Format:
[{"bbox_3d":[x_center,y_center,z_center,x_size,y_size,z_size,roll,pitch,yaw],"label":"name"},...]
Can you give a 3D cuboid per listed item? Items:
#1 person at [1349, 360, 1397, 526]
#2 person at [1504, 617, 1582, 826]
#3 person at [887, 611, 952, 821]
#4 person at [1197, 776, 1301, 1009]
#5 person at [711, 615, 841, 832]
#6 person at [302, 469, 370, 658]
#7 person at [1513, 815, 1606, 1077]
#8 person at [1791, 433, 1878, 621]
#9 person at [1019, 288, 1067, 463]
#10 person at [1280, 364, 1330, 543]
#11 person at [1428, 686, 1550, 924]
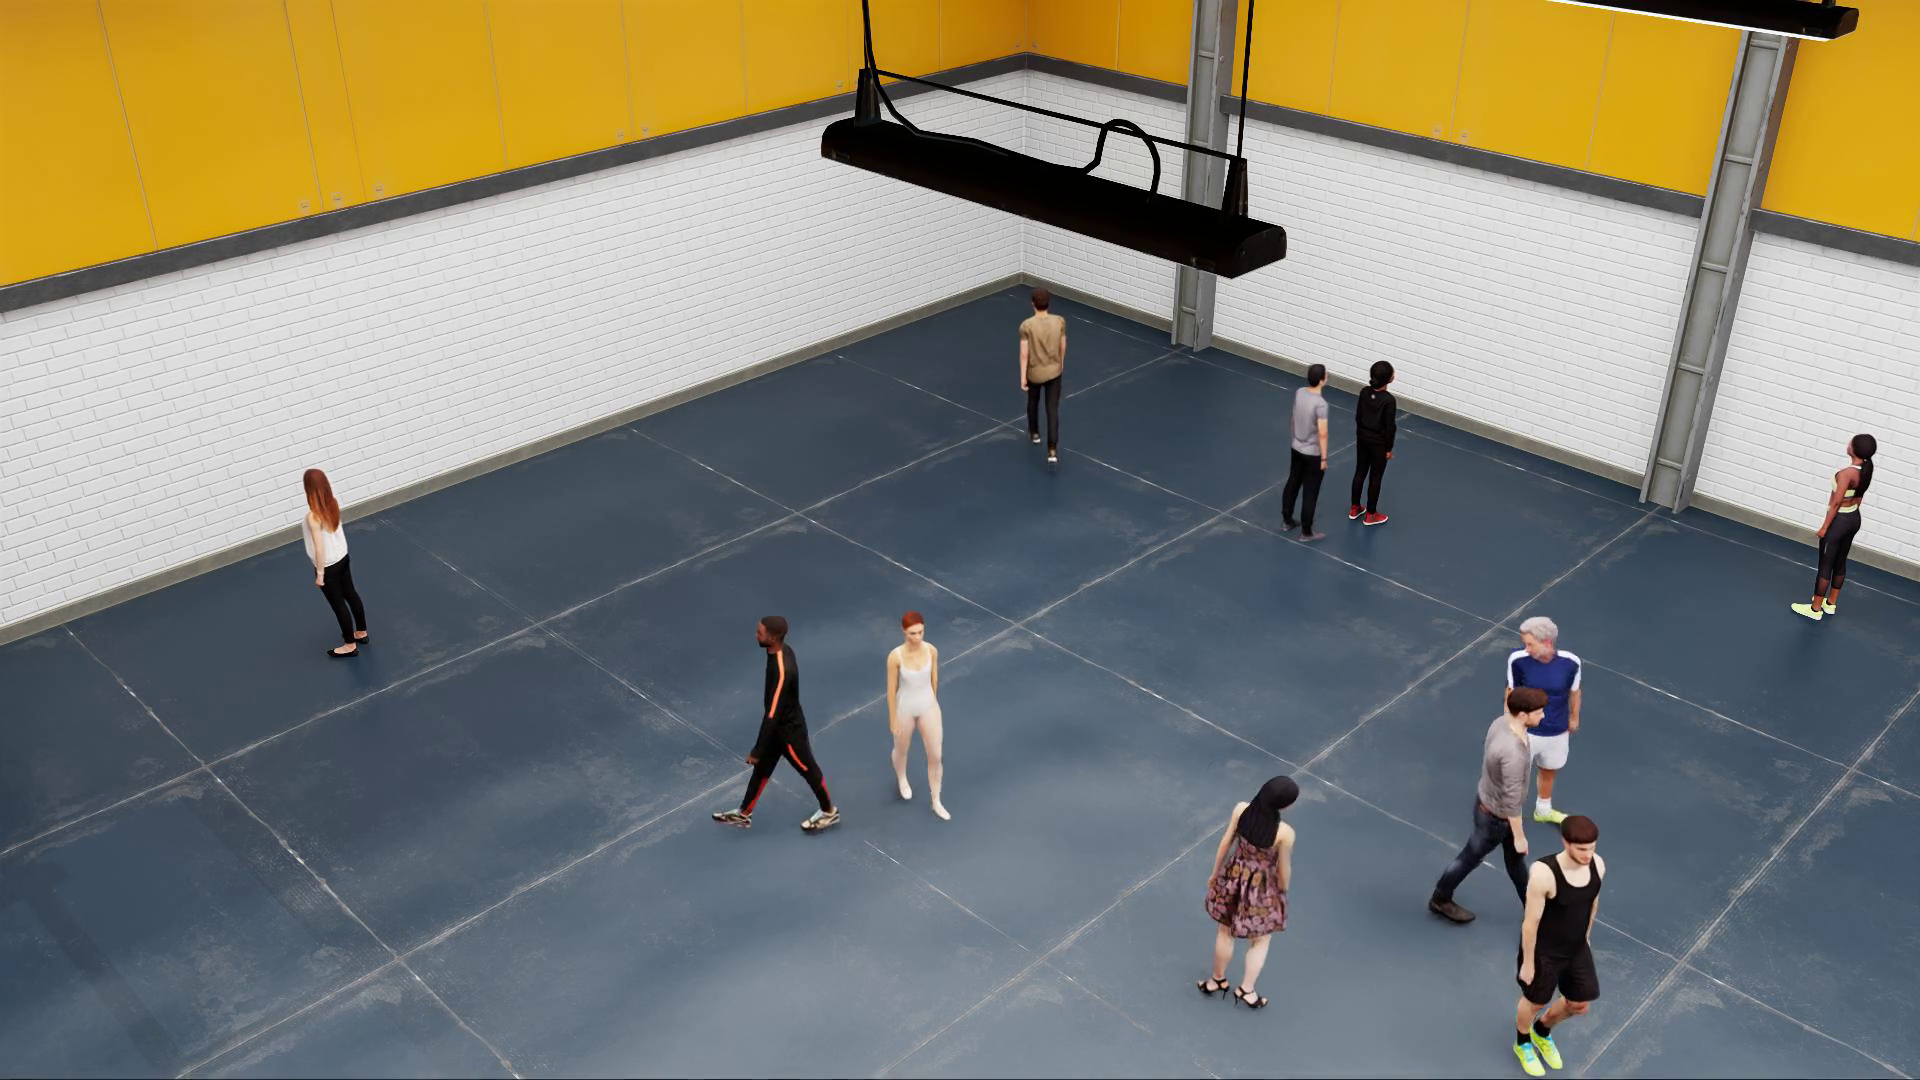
[{"bbox_3d":[3.982,-0.945,16.017,0.674,1.674,0.502,-20,35,-32],"label":"person"},{"bbox_3d":[4.154,1.300,11.775,0.789,1.796,0.937,-1,29,-1],"label":"person"},{"bbox_3d":[-0.372,1.204,12.134,0.769,1.621,0.935,-10,30,-17],"label":"person"},{"bbox_3d":[1.726,2.153,10.252,0.685,1.756,0.813,9,30,15],"label":"person"},{"bbox_3d":[-1.130,1.331,11.754,1.074,1.760,1.182,-9,30,-15],"label":"person"},{"bbox_3d":[-5.240,0.182,13.902,0.675,1.721,0.648,4,29,8],"label":"person"},{"bbox_3d":[3.458,2.334,9.798,0.812,1.874,0.800,-10,30,-18],"label":"person"},{"bbox_3d":[7.651,-0.124,14.429,0.614,1.753,0.598,-14,32,-24],"label":"person"},{"bbox_3d":[0.885,-1.665,17.198,1.192,1.808,1.320,-2,29,-4],"label":"person"},{"bbox_3d":[3.296,-0.846,15.753,0.735,1.754,0.564,-15,32,-25],"label":"person"},{"bbox_3d":[3.414,1.753,10.871,1.271,1.866,1.053,9,30,16],"label":"person"}]
